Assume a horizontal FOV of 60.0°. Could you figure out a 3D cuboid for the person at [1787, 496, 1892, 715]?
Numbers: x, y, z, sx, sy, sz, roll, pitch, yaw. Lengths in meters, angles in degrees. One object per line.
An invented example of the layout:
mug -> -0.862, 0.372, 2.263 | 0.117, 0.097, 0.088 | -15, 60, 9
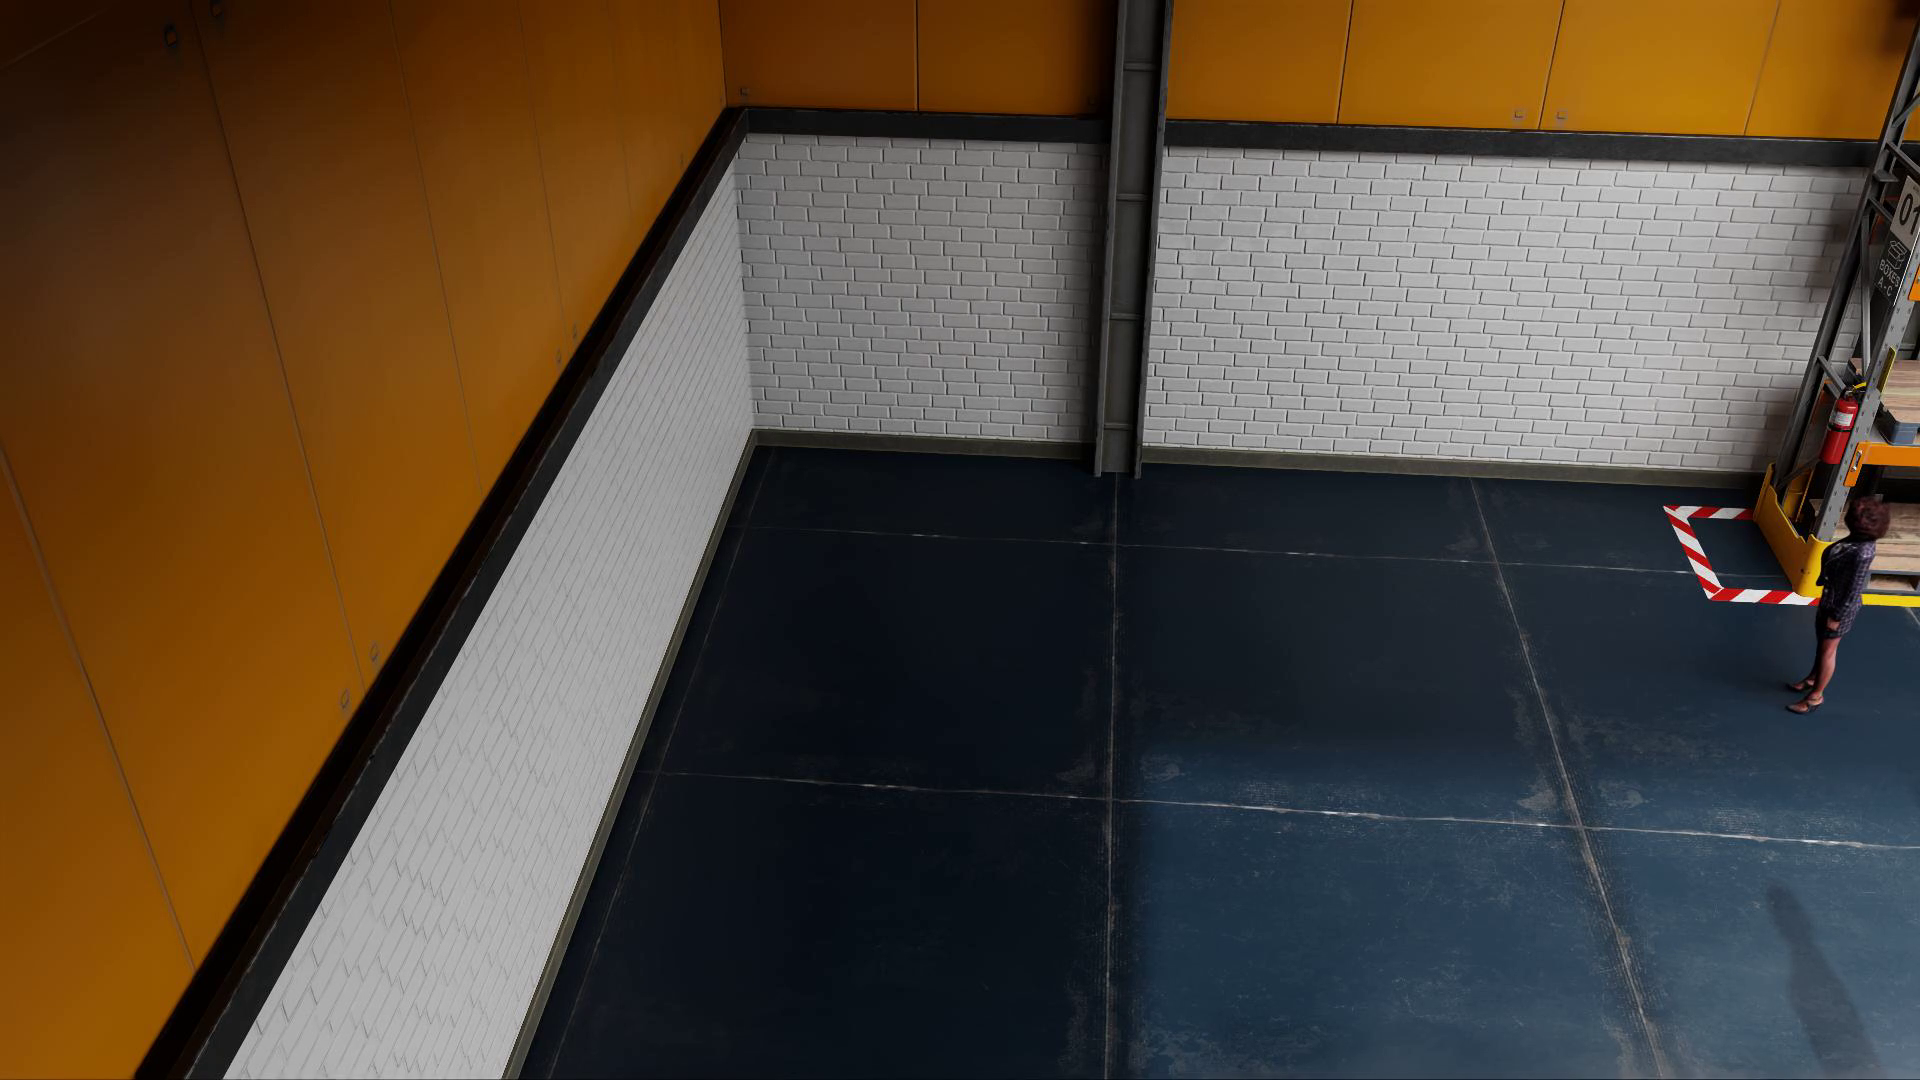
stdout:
person -> 5.900, 0.439, 11.174 | 0.658, 1.698, 0.685 | 14, 36, 20
